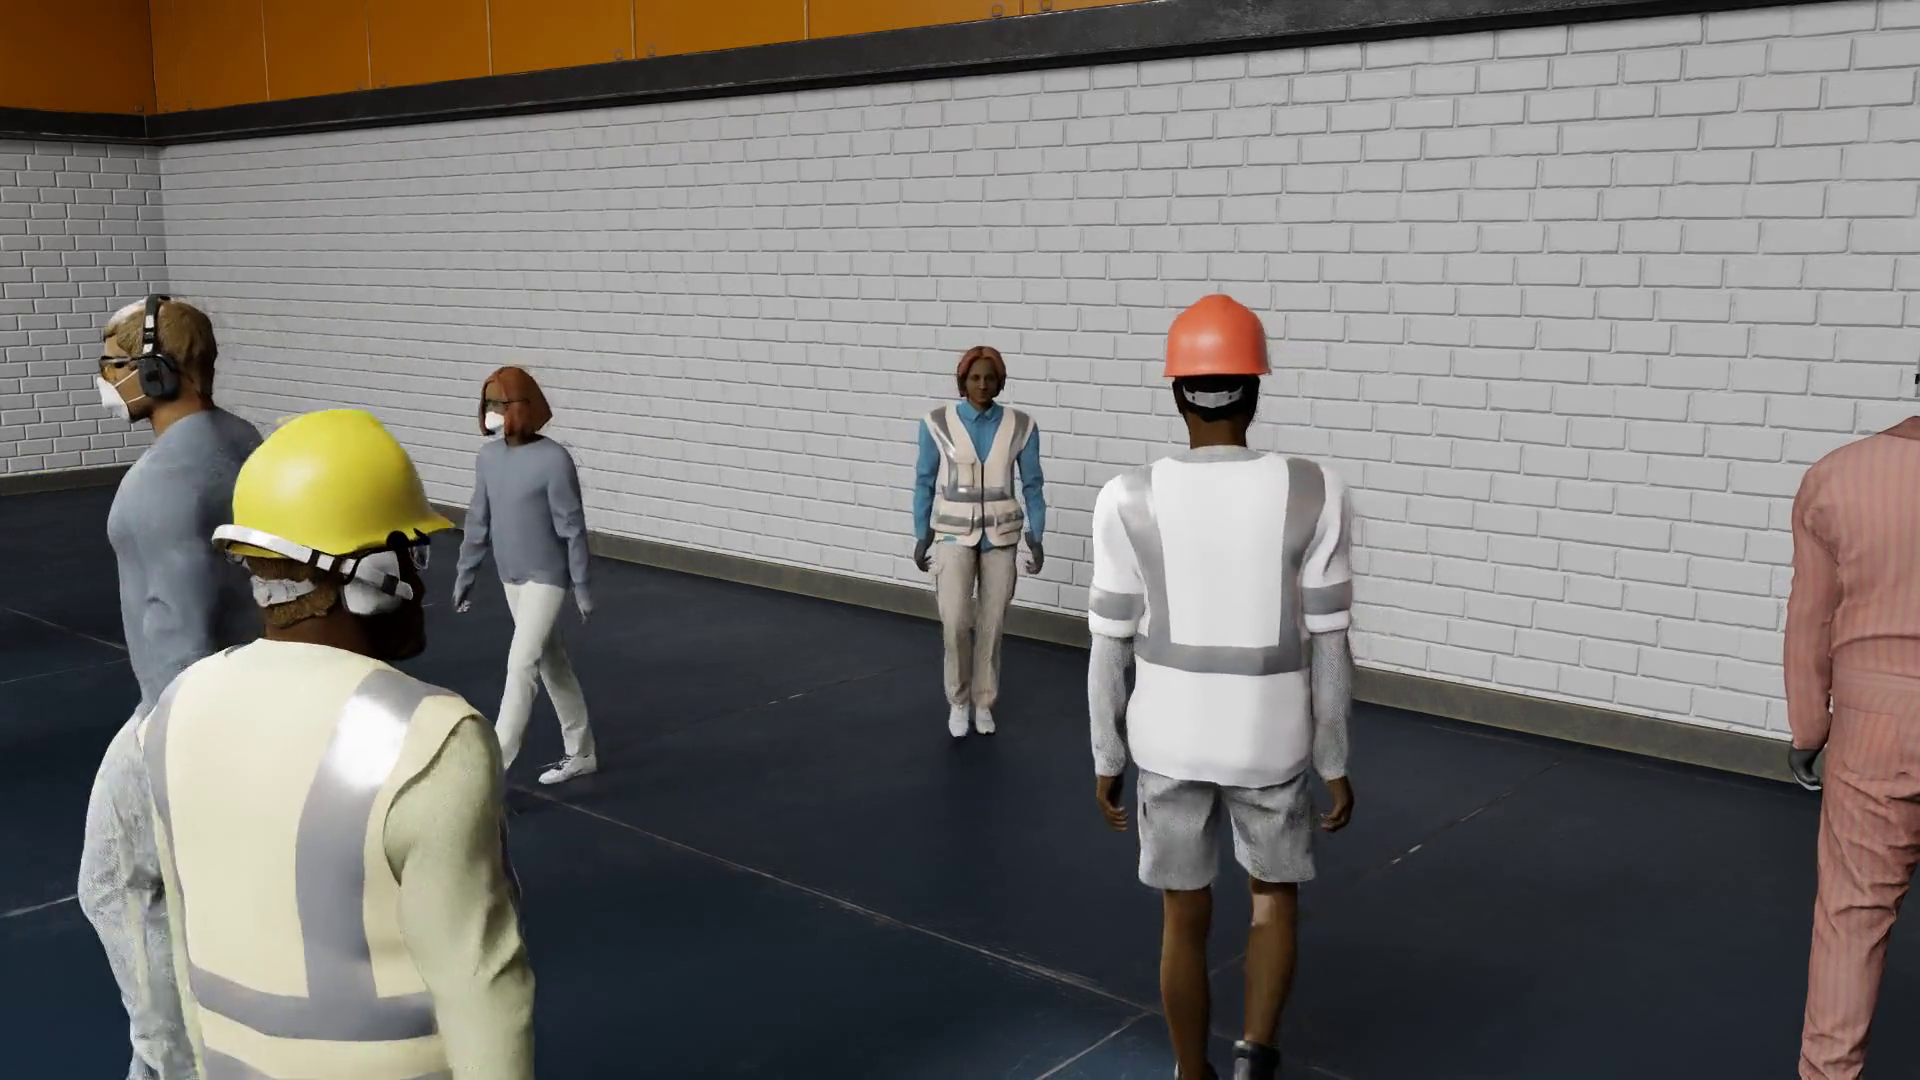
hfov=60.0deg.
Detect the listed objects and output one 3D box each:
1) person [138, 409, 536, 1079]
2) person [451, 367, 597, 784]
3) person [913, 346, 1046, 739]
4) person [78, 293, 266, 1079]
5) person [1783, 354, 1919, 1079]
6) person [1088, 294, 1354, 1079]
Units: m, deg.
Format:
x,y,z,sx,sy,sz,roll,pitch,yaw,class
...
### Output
x,y,z,sx,sy,sz,roll,pitch,yaw,class
-0.815,0.739,2.196,0.607,1.819,0.588,6,12,32,person
-1.636,0.179,6.034,0.527,1.593,0.842,8,13,39,person
0.090,0.021,6.827,0.539,1.619,0.471,-2,10,-9,person
-1.831,0.408,3.804,0.618,1.921,0.642,0,10,-2,person
2.155,0.441,3.651,0.645,1.908,0.408,8,13,40,person
0.562,0.440,3.605,0.581,1.924,0.445,1,10,8,person
